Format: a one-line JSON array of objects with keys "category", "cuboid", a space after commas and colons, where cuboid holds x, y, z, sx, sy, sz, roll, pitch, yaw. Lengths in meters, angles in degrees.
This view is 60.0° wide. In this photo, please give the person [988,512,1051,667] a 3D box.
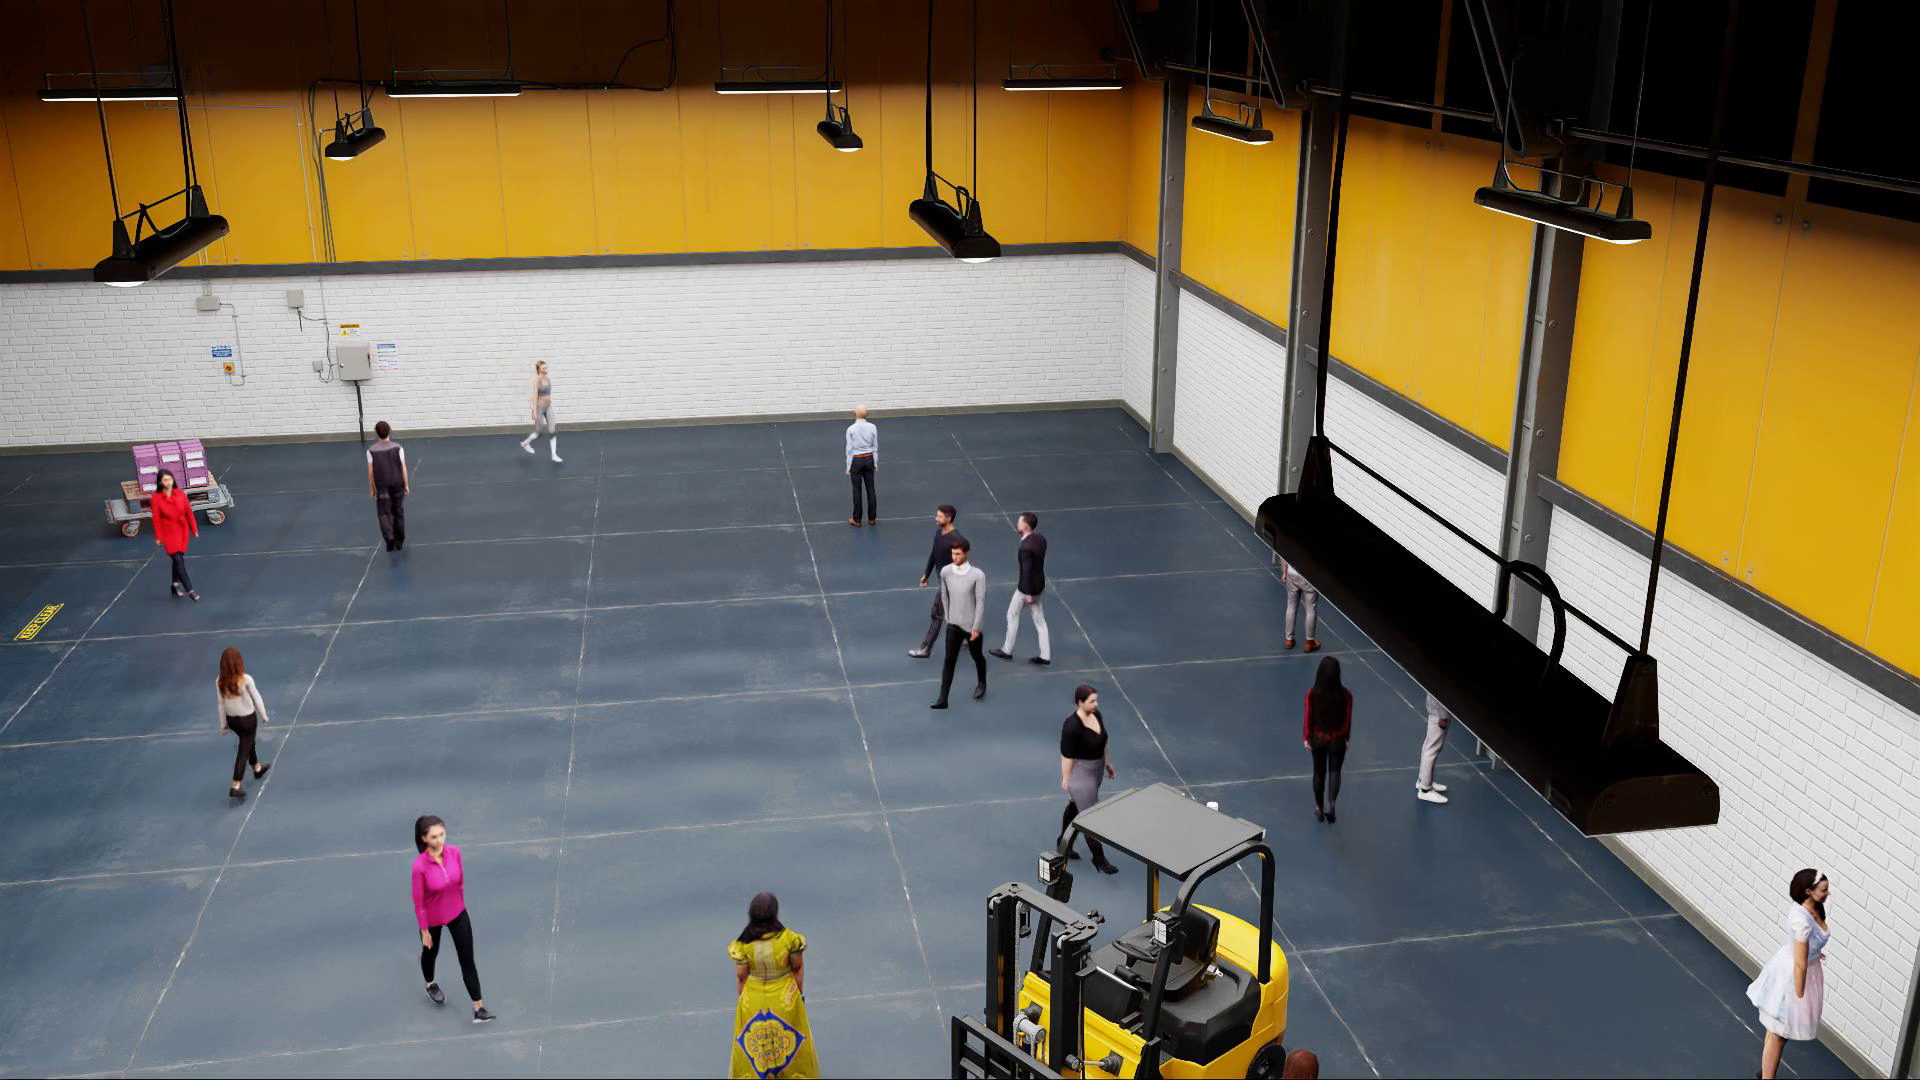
[{"category": "person", "cuboid": [0.898, 0.587, 18.992, 1.082, 1.814, 1.032, 12, 22, 32]}]

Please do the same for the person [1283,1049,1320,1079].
[{"category": "person", "cuboid": [1.971, 3.739, 9.765, 0.706, 1.728, 0.576, -12, 22, -32]}]

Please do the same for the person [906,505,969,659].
[{"category": "person", "cuboid": [-0.058, 0.473, 19.319, 0.944, 1.821, 1.252, -9, 21, -24]}]

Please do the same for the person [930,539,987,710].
[{"category": "person", "cuboid": [0.112, 0.893, 18.011, 1.195, 1.859, 1.352, 9, 21, 25]}]

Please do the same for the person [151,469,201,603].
[{"category": "person", "cuboid": [-9.976, -0.055, 21.067, 1.127, 1.706, 1.018, 15, 24, 38]}]

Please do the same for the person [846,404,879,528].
[{"category": "person", "cuboid": [-1.411, -1.080, 23.975, 0.689, 1.791, 0.642, -8, 20, -21]}]

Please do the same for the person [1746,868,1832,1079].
[{"category": "person", "cuboid": [5.780, 3.093, 11.543, 0.917, 1.819, 0.851, 10, 21, 28]}]

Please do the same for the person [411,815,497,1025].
[{"category": "person", "cuboid": [-3.963, 2.836, 12.563, 1.187, 1.654, 1.022, 17, 25, 42]}]

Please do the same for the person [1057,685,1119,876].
[{"category": "person", "cuboid": [1.010, 2.069, 14.714, 1.041, 1.735, 0.998, 11, 22, 30]}]

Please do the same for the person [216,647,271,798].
[{"category": "person", "cuboid": [-6.941, 1.781, 16.012, 0.743, 1.452, 1.052, 2, 19, 7]}]

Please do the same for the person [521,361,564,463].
[{"category": "person", "cuboid": [-6.883, -2.105, 27.205, 1.087, 1.673, 1.053, 10, 21, 28]}]

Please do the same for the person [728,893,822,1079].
[{"category": "person", "cuboid": [-1.310, 3.197, 11.486, 0.852, 1.657, 0.766, -2, 19, -7]}]

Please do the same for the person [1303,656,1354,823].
[{"category": "person", "cuboid": [3.413, 1.899, 15.367, 0.712, 1.640, 0.812, 2, 19, 7]}]

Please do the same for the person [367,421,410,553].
[{"category": "person", "cuboid": [-7.795, -0.693, 22.765, 0.775, 1.831, 1.003, -7, 20, -20]}]
